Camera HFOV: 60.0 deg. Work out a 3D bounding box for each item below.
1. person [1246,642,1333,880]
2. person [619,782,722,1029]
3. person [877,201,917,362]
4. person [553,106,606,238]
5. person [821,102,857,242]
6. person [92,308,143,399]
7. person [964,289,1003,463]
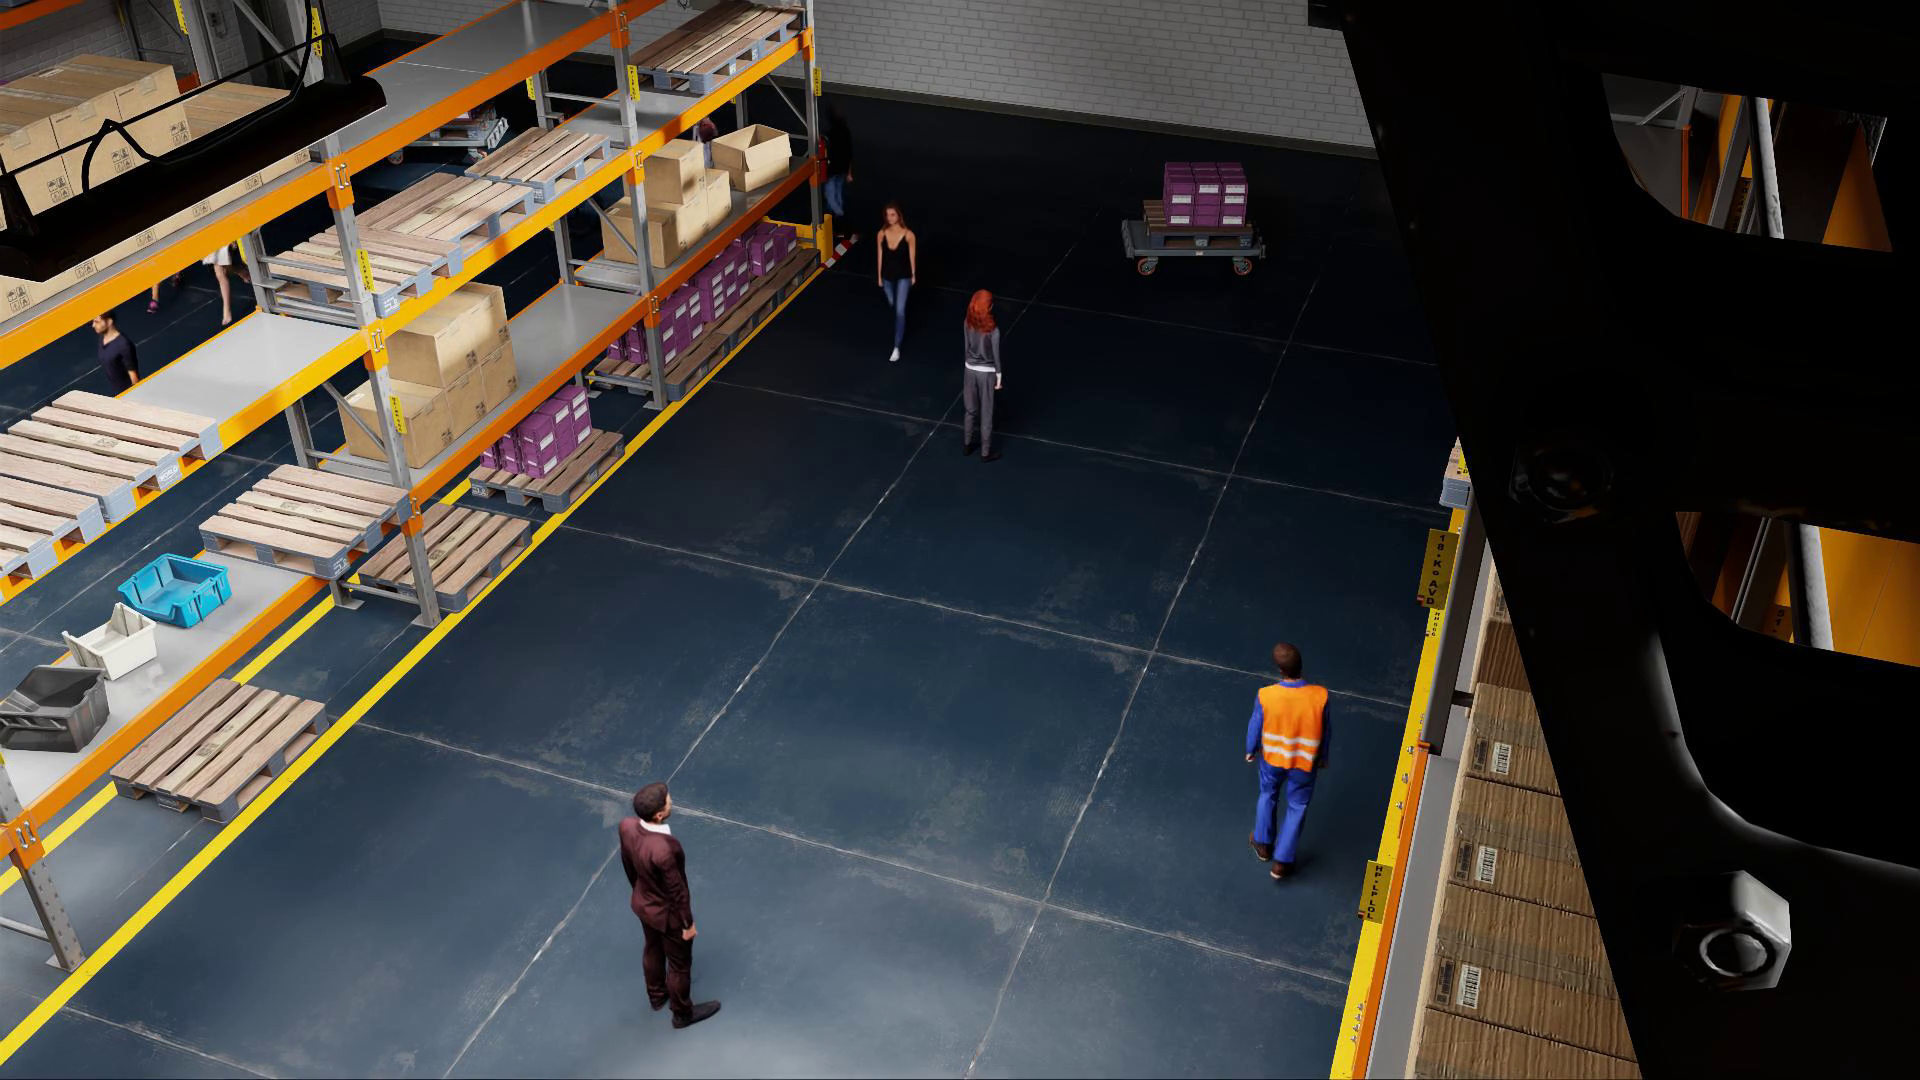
[{"bbox_3d":[2.225,1.461,11.236,0.723,1.868,0.708,17,37,24],"label":"person"},{"bbox_3d":[-1.810,2.213,10.109,0.769,1.864,0.739,28,43,35],"label":"person"},{"bbox_3d":[-0.667,-2.863,17.916,0.601,1.677,1.114,9,35,14],"label":"person"},{"bbox_3d":[-4.615,-4.531,20.442,0.929,1.657,1.230,26,42,34],"label":"person"},{"bbox_3d":[-1.477,-4.453,20.304,1.027,1.679,1.029,-23,40,-30],"label":"person"},{"bbox_3d":[-7.657,-1.379,15.541,0.823,1.834,1.151,20,38,27],"label":"person"},{"bbox_3d":[0.202,-1.570,15.878,0.628,1.779,0.589,23,40,30],"label":"person"}]
